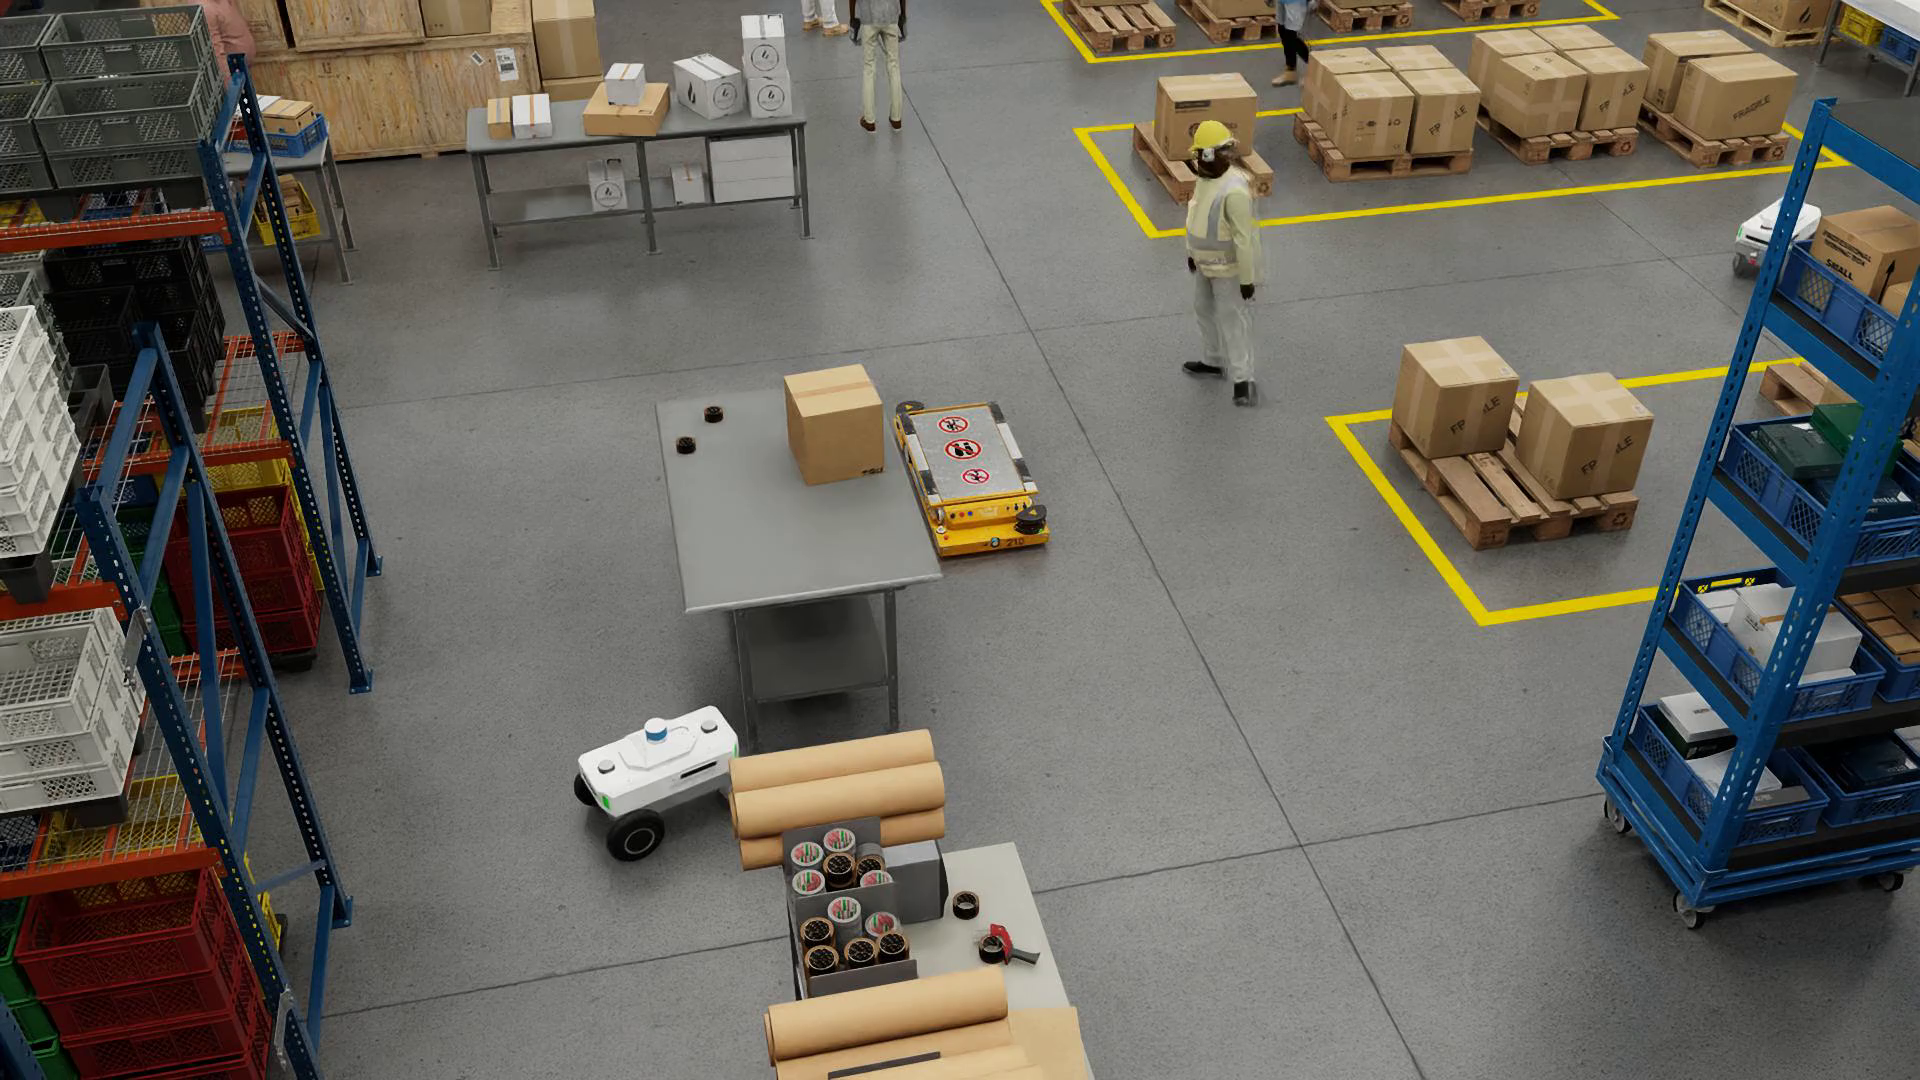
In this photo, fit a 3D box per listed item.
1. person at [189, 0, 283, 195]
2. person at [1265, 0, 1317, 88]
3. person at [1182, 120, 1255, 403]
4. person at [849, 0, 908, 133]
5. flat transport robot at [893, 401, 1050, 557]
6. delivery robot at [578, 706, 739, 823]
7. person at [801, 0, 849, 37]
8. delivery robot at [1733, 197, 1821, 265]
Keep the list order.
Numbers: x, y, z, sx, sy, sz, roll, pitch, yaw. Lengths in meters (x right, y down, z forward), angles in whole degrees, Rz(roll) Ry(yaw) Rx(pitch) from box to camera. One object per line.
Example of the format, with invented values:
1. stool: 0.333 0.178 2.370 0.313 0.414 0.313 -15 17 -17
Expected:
1. person: -5.727 -3.693 13.138 0.400 1.903 0.644 -7 37 -10
2. person: 2.967 -4.880 14.928 0.507 1.658 0.569 -14 39 -18
3. person: 1.682 -1.762 10.644 0.442 1.785 0.743 -10 38 -14
4. person: -0.690 -4.389 14.113 0.503 1.862 0.327 -4 37 -6
5. flat transport robot: 0.046 -0.430 10.108 0.652 0.197 1.431 -8 37 -10
6. delivery robot: -1.404 1.046 7.814 0.707 0.478 0.477 -20 41 -25
7. person: -1.364 -5.810 16.030 0.627 1.847 0.429 29 45 33
8. delivery robot: 6.056 -2.300 12.311 0.707 0.478 0.477 -30 46 -33
